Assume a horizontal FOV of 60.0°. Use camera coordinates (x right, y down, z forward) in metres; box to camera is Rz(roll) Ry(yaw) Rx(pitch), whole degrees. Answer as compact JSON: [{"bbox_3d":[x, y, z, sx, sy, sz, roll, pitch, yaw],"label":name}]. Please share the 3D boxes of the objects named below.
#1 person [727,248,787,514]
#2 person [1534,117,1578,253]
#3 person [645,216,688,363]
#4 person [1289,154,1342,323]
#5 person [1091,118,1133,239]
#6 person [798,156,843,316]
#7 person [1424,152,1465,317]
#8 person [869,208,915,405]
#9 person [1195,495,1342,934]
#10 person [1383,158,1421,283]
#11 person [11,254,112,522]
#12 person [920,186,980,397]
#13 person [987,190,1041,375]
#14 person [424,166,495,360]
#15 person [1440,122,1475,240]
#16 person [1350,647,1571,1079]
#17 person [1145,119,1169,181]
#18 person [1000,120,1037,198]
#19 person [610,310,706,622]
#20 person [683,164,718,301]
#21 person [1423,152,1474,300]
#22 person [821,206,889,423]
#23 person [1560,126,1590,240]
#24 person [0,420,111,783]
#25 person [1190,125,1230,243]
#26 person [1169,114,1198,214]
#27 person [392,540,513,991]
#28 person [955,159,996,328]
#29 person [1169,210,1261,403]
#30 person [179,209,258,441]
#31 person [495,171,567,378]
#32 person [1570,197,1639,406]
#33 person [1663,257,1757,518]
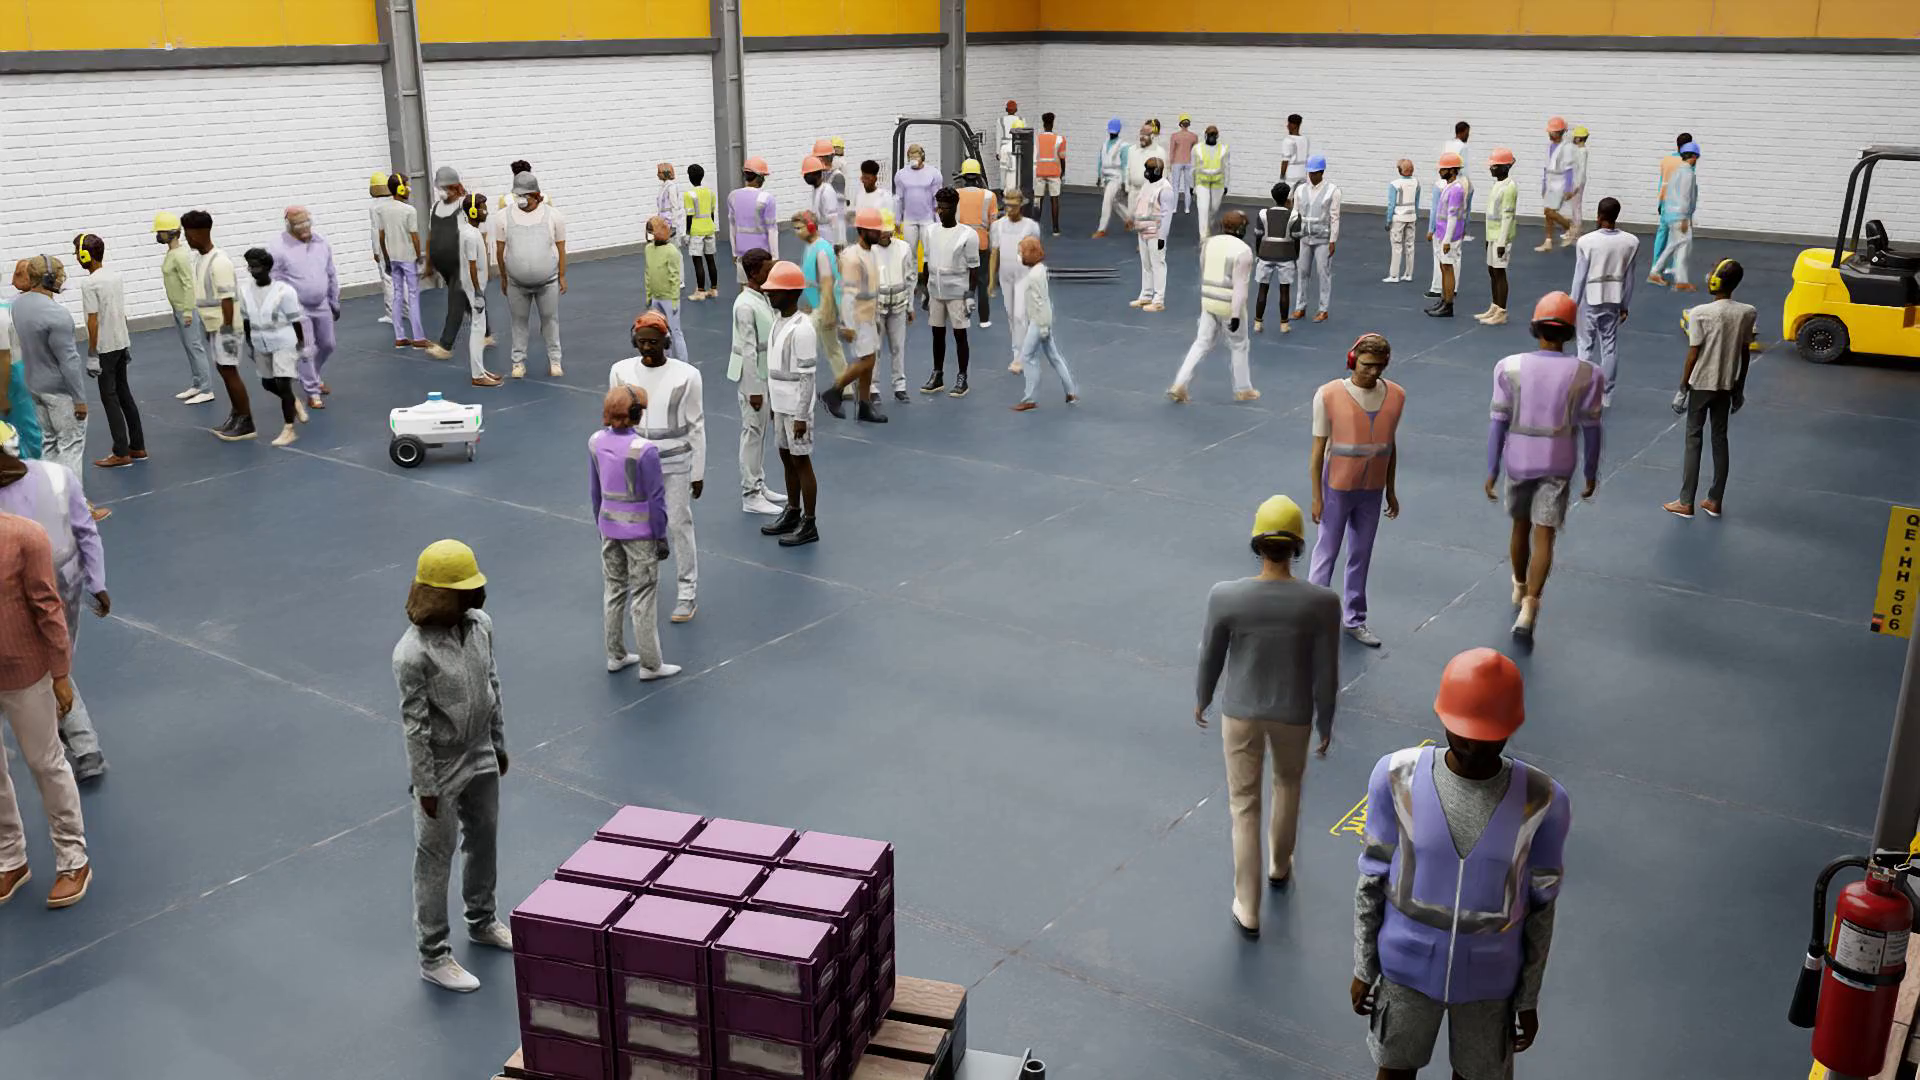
[{"bbox_3d":[-1.481,-1.157,12.074,0.393,1.919,0.587,1,18,2],"label":"person"},{"bbox_3d":[8.929,-5.294,24.849,0.602,2.016,0.639,-4,18,-12],"label":"person"},{"bbox_3d":[-2.904,-2.358,16.310,0.499,1.624,0.304,16,24,41],"label":"person"},{"bbox_3d":[4.136,-3.517,19.429,0.601,1.940,0.407,13,22,36],"label":"person"},{"bbox_3d":[2.500,-5.801,26.646,0.881,1.899,0.634,-11,21,-31],"label":"person"},{"bbox_3d":[-1.562,-3.572,19.656,0.642,1.901,0.576,-8,19,-23],"label":"person"},{"bbox_3d":[5.771,-3.624,19.771,0.388,1.931,0.543,2,18,8],"label":"person"},{"bbox_3d":[-0.705,-2.151,15.353,0.605,1.817,0.403,-7,19,-20],"label":"person"},{"bbox_3d":[1.220,0.654,6.690,0.543,1.735,0.775,2,18,5],"label":"person"},{"bbox_3d":[5.904,-4.254,22.210,0.514,1.641,0.315,-8,19,-24],"label":"person"},{"bbox_3d":[-6.354,-1.048,11.727,0.636,1.928,0.383,12,21,34],"label":"person"},{"bbox_3d":[-0.109,-2.336,15.682,0.603,1.967,0.366,11,21,30],"label":"person"},{"bbox_3d":[0.506,-2.578,16.680,0.503,1.816,0.765,9,20,27],"label":"person"},{"bbox_3d":[-5.327,-2.960,17.514,0.696,2.000,1.042,11,21,32],"label":"person"},{"bbox_3d":[7.797,-5.564,25.942,0.747,1.865,0.628,-2,18,-7],"label":"person"},{"bbox_3d":[1.370,1.204,4.658,0.544,1.938,0.356,5,18,16],"label":"person"},{"bbox_3d":[3.205,-5.933,27.143,0.425,1.847,0.593,12,21,32],"label":"person"},{"bbox_3d":[0.887,-5.467,25.560,0.580,1.918,0.390,-5,18,-14],"label":"person"},{"bbox_3d":[-1.786,-0.436,9.888,0.582,1.879,0.350,4,18,12],"label":"person"},{"bbox_3d":[-3.264,-3.852,20.857,0.317,1.698,0.540,11,21,31],"label":"person"},{"bbox_3d":[6.137,-3.949,20.938,0.593,1.837,0.404,-7,19,-21],"label":"person"},{"bbox_3d":[-0.873,-1.958,14.582,0.540,1.919,0.561,6,19,18],"label":"person"},{"bbox_3d":[9.773,-5.659,26.405,0.322,1.766,0.532,4,18,12],"label":"person"},{"bbox_3d":[-4.343,0.262,7.873,0.819,1.762,0.574,15,23,38],"label":"person"},{"bbox_3d":[3.933,-5.630,26.254,0.630,1.824,0.813,0,18,0],"label":"person"},{"bbox_3d":[3.985,-6.729,29.769,0.532,1.756,0.344,-3,18,-9],"label":"person"},{"bbox_3d":[-1.850,0.824,6.181,0.335,1.735,0.485,8,19,23],"label":"person"},{"bbox_3d":[0.115,-3.394,19.092,0.599,1.913,0.427,0,18,-2],"label":"person"},{"bbox_3d":[2.377,-2.143,15.386,0.924,1.799,0.644,-12,21,-33],"label":"person"},{"bbox_3d":[-6.281,-1.824,14.104,0.415,1.954,0.637,-14,23,-37],"label":"person"},{"bbox_3d":[-4.224,-2.619,16.447,0.681,2.000,0.536,-3,18,-10],"label":"person"},{"bbox_3d":[5.858,-2.161,15.218,0.600,1.915,0.376,-3,18,-9],"label":"person"},{"bbox_3d":[5.373,-1.084,11.920,0.534,1.871,0.315,-3,18,-8],"label":"person"}]
